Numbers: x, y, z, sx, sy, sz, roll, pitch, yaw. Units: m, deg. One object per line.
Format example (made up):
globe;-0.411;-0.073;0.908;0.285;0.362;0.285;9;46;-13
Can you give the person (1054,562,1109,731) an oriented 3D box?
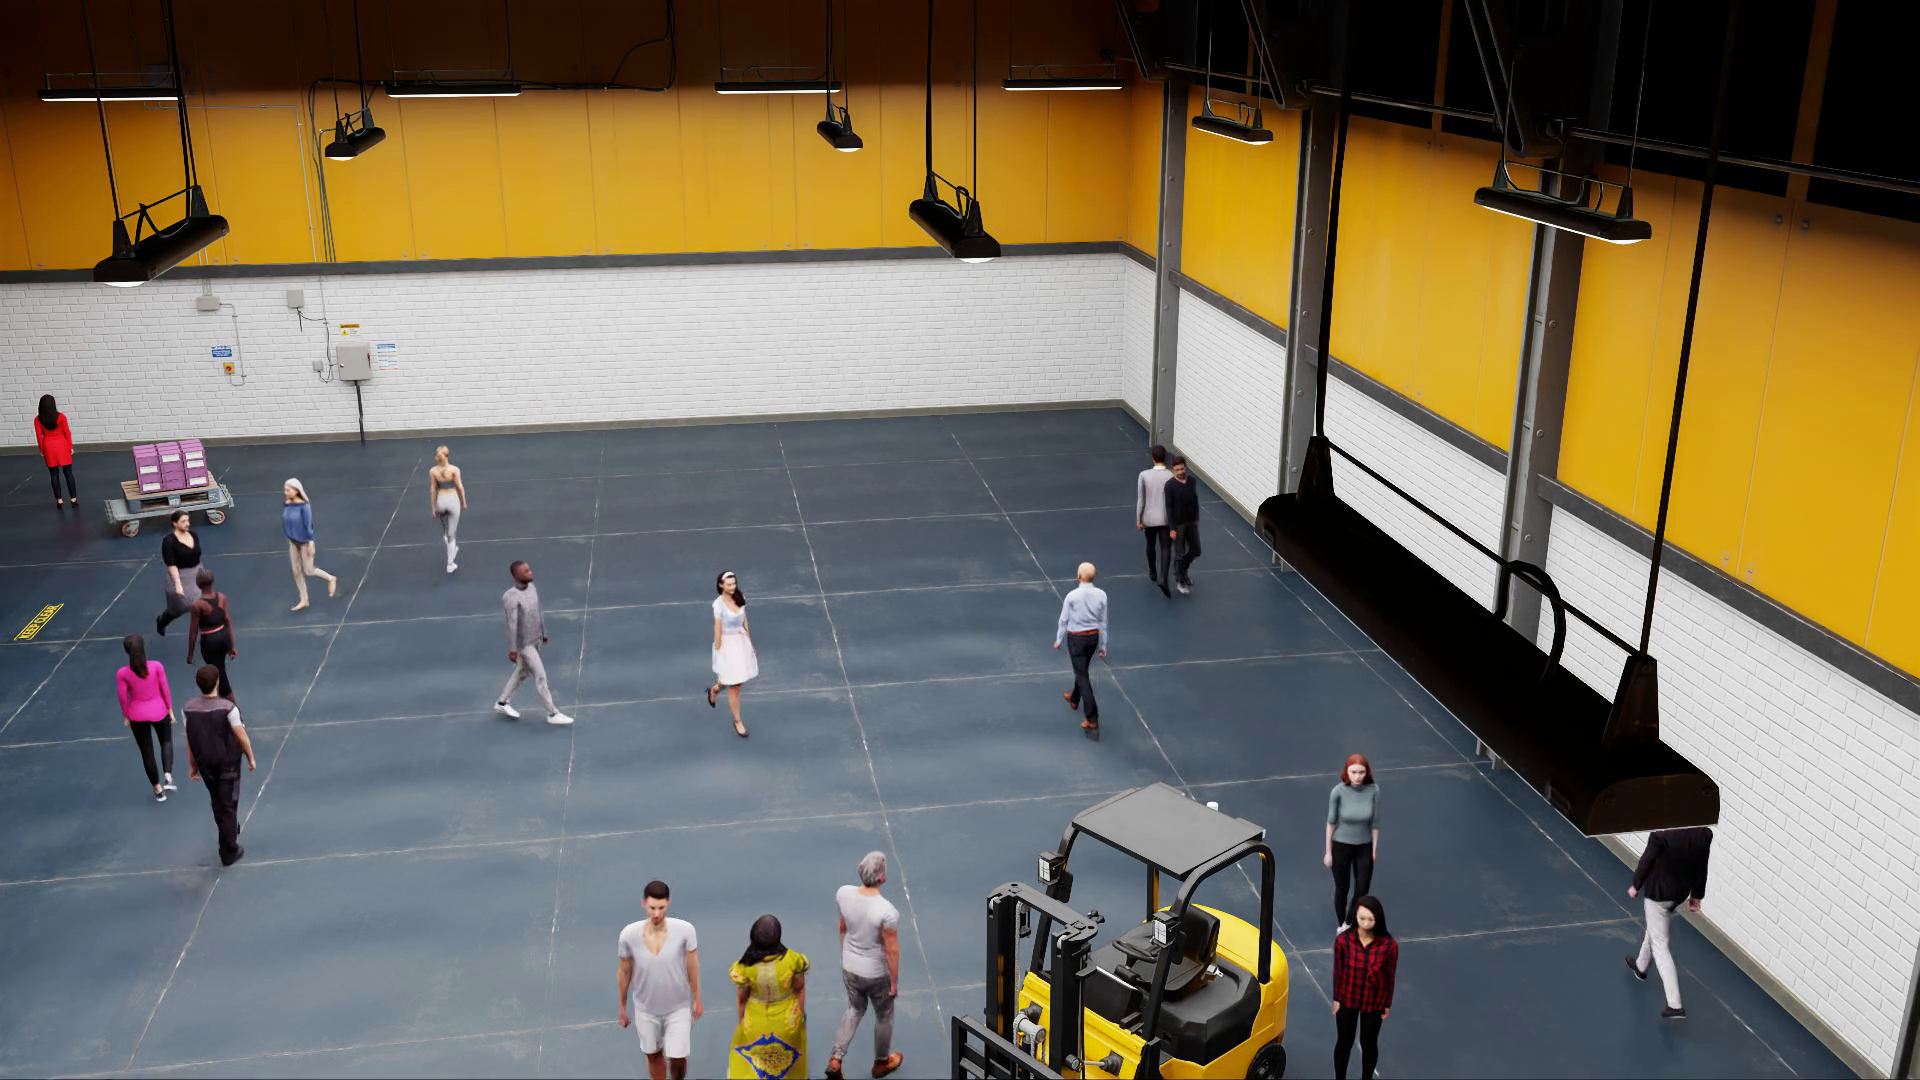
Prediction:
person;1.319;1.146;17.431;0.817;1.750;1.287;-7;20;-19

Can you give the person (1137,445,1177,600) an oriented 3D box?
person;2.534;-0.240;21.306;1.047;1.903;1.371;4;19;11

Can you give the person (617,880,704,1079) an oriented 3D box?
person;-2.038;3.118;11.441;0.748;1.835;0.676;-1;19;-2

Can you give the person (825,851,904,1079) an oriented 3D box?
person;-0.701;3.051;11.677;1.022;1.811;1.093;12;22;32

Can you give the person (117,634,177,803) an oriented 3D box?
person;-7.712;1.717;15.825;0.692;1.693;0.709;-10;21;-27

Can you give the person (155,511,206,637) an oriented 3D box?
person;-9.086;0.504;19.368;1.115;1.731;1.102;10;21;27

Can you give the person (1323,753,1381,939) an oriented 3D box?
person;3.157;2.487;13.478;0.660;1.730;0.671;1;19;2

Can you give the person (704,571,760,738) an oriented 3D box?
person;-2.431;1.159;17.318;1.109;1.798;1.025;15;24;38

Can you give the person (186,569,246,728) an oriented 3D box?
person;-7.724;1.160;17.405;0.938;1.739;0.961;7;20;21

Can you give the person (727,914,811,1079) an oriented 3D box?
person;-1.263;3.305;11.186;0.779;1.645;0.987;-3;19;-9

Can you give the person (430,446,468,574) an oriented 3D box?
person;-6.829;-0.388;22.112;0.681;1.670;1.054;1;19;2

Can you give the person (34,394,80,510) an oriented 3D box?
person;-13.447;-1.322;24.761;0.679;1.748;0.689;-9;20;-24

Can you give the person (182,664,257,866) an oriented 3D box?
person;-6.593;2.021;14.710;0.765;1.829;0.915;0;19;0

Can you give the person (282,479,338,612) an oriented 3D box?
person;-8.175;0.040;20.824;0.913;1.681;1.010;10;21;27

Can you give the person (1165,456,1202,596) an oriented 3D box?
person;2.798;-0.200;21.276;0.754;1.847;0.762;-13;23;-34

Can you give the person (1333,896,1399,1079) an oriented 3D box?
person;2.777;3.184;11.533;0.647;1.652;0.633;4;19;12

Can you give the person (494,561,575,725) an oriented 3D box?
person;-4.641;1.083;17.532;1.045;1.805;1.203;4;19;11

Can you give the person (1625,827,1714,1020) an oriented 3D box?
person;5.385;2.744;12.591;0.641;1.811;1.178;-3;19;-10
